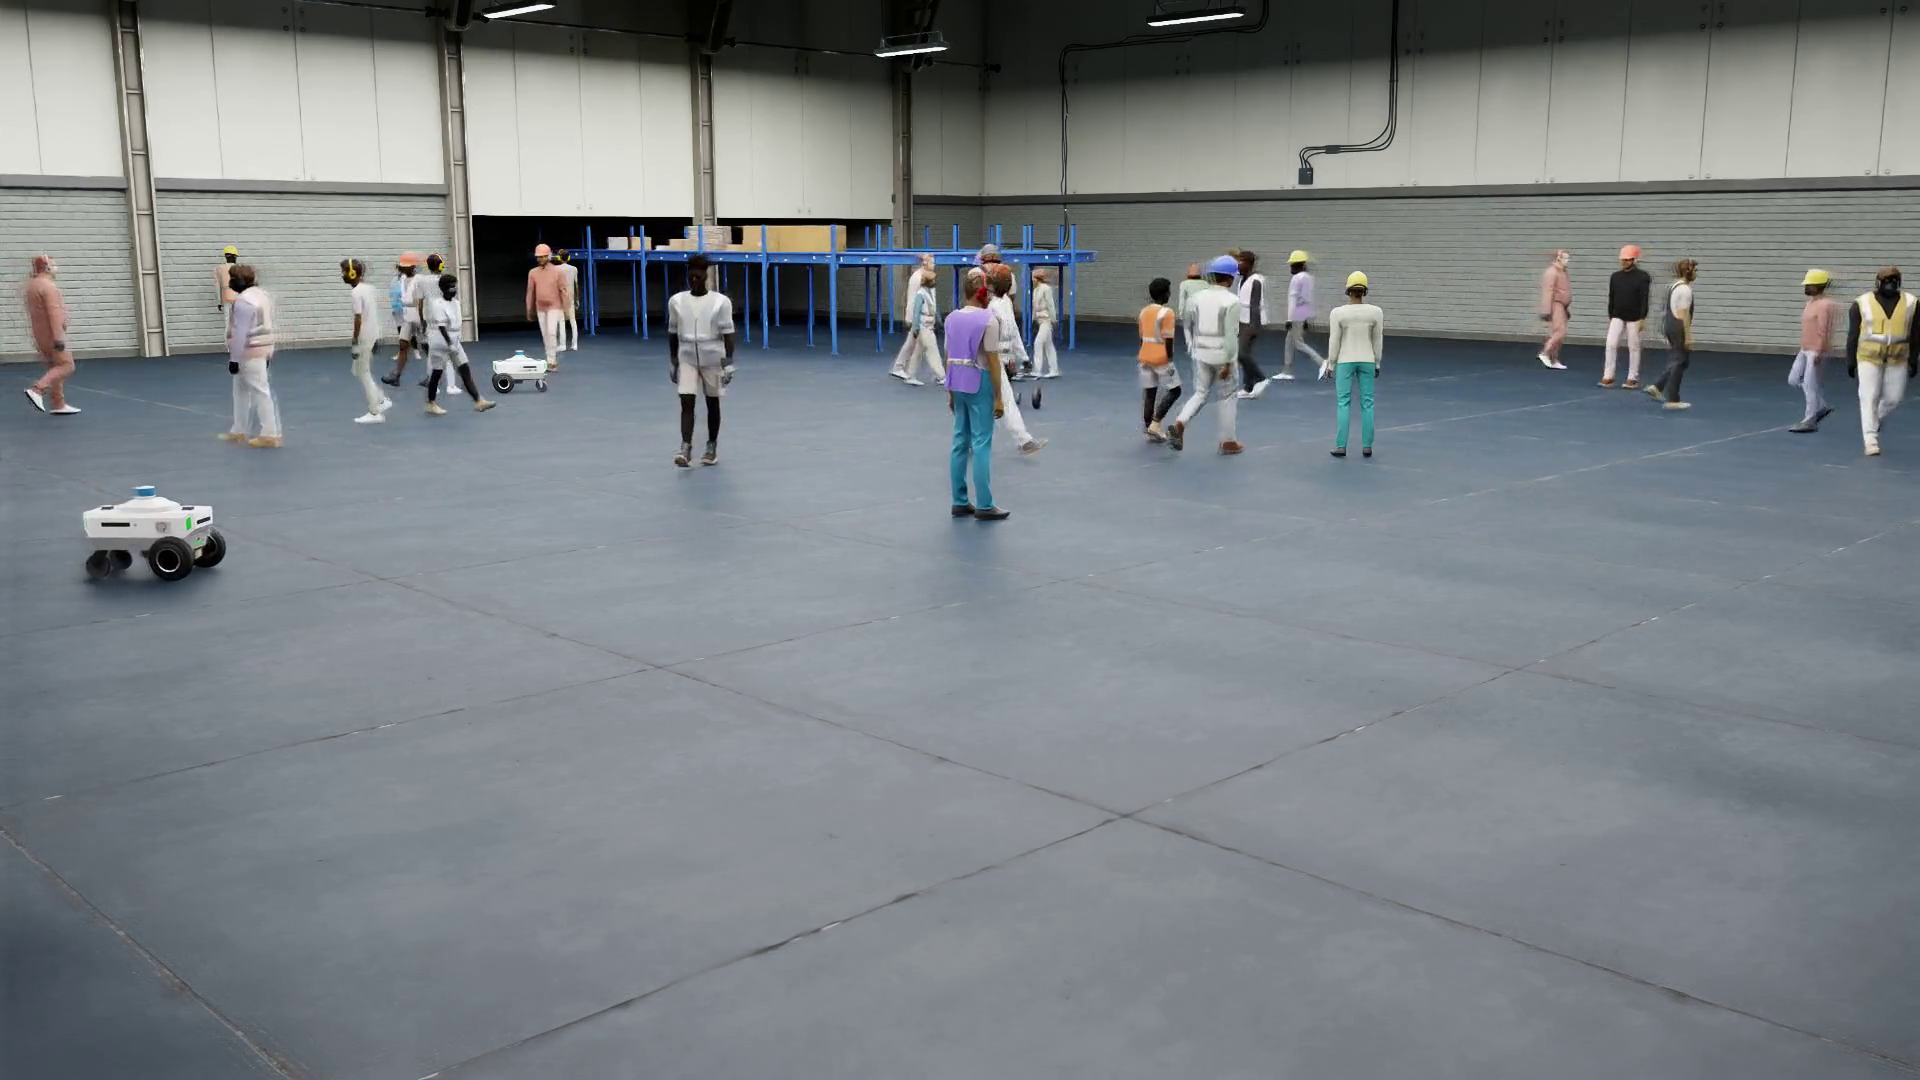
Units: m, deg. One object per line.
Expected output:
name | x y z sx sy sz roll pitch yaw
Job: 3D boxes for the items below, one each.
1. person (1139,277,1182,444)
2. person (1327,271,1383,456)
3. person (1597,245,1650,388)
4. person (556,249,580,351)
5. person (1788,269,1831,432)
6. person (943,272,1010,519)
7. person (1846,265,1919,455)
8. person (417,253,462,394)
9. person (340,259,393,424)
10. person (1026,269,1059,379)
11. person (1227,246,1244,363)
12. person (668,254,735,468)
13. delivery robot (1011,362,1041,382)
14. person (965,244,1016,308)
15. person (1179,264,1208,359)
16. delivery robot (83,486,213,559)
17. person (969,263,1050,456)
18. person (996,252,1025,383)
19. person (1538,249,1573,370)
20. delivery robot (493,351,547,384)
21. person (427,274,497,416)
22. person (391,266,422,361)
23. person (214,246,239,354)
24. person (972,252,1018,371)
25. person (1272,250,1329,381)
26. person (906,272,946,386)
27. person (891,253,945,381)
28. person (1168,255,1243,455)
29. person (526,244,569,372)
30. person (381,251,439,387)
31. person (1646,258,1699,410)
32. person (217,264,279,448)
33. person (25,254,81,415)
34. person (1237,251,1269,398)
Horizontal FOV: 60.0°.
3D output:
person | 2.014 -1.810 16.839 0.366 1.684 0.551 -6 12 -30
person | 3.791 -1.690 15.990 0.524 1.769 0.316 0 10 -1
person | 9.159 -3.066 22.950 0.837 1.961 0.642 -9 14 -42
person | -7.286 -4.434 30.704 0.519 1.864 0.314 -8 13 -36
person | 9.207 -2.039 17.939 0.404 1.757 0.526 1 10 4
person | 0.094 -1.084 12.493 0.394 1.837 0.563 -9 14 -41
person | 8.965 -1.757 16.192 0.641 1.828 0.631 3 11 16
person | -6.972 -2.888 22.239 0.517 1.874 0.328 1 10 3
person | -6.754 -2.244 18.785 0.382 1.848 0.571 -2 11 -8
person | 1.169 -3.188 24.555 0.688 1.607 0.546 -3 11 -16
person | 4.557 -3.911 27.672 0.467 1.928 0.625 -8 13 -38
person | -2.376 -1.612 15.115 0.635 1.923 0.942 1 10 3
delivery robot | 0.803 -2.109 20.733 0.335 0.223 0.698 3 11 14
person | 0.401 -3.097 23.030 0.701 2.000 0.905 -1 10 -6
person | 4.007 -3.903 28.473 0.504 1.619 0.523 0 10 -1
delivery robot | -5.105 -0.096 10.466 0.707 0.478 0.477 0 10 2
person | 0.446 -1.717 15.952 1.006 1.831 0.601 4 11 22
person | 0.436 -3.209 23.980 0.989 1.882 0.554 8 13 37
person | 9.488 -3.646 26.324 0.434 1.895 0.649 7 13 35
delivery robot | -6.011 -2.344 22.725 0.707 0.478 0.477 -3 11 -17
person | -5.915 -2.276 19.480 0.886 1.650 0.535 3 11 17
person | -9.410 -3.856 28.093 0.619 1.668 0.317 7 13 35
person | -13.022 -4.302 29.826 0.585 1.917 0.381 -2 11 -9
person | 0.467 -3.414 25.159 1.082 1.872 0.670 -5 12 -27
person | 4.980 -3.256 24.172 0.796 1.899 0.590 4 11 23
person | -0.396 -2.951 23.328 0.847 1.596 0.516 3 11 14
person | -0.565 -3.253 24.304 1.021 1.856 0.643 2 11 13
person | 2.418 -1.772 16.016 0.797 1.925 0.597 -9 14 -40
person | -6.440 -3.577 25.728 0.647 1.962 0.819 2 11 13
person | -7.670 -3.056 23.124 0.570 1.883 0.975 7 12 32
person | 8.742 -2.502 20.237 0.434 1.831 0.521 2 11 10
person | -7.228 -1.835 16.624 0.756 1.819 0.654 -2 11 -9
person | -10.714 -2.403 19.531 0.531 1.891 0.667 -10 14 -43
person | 3.747 -2.802 21.663 0.445 1.905 0.621 -1 10 -8
